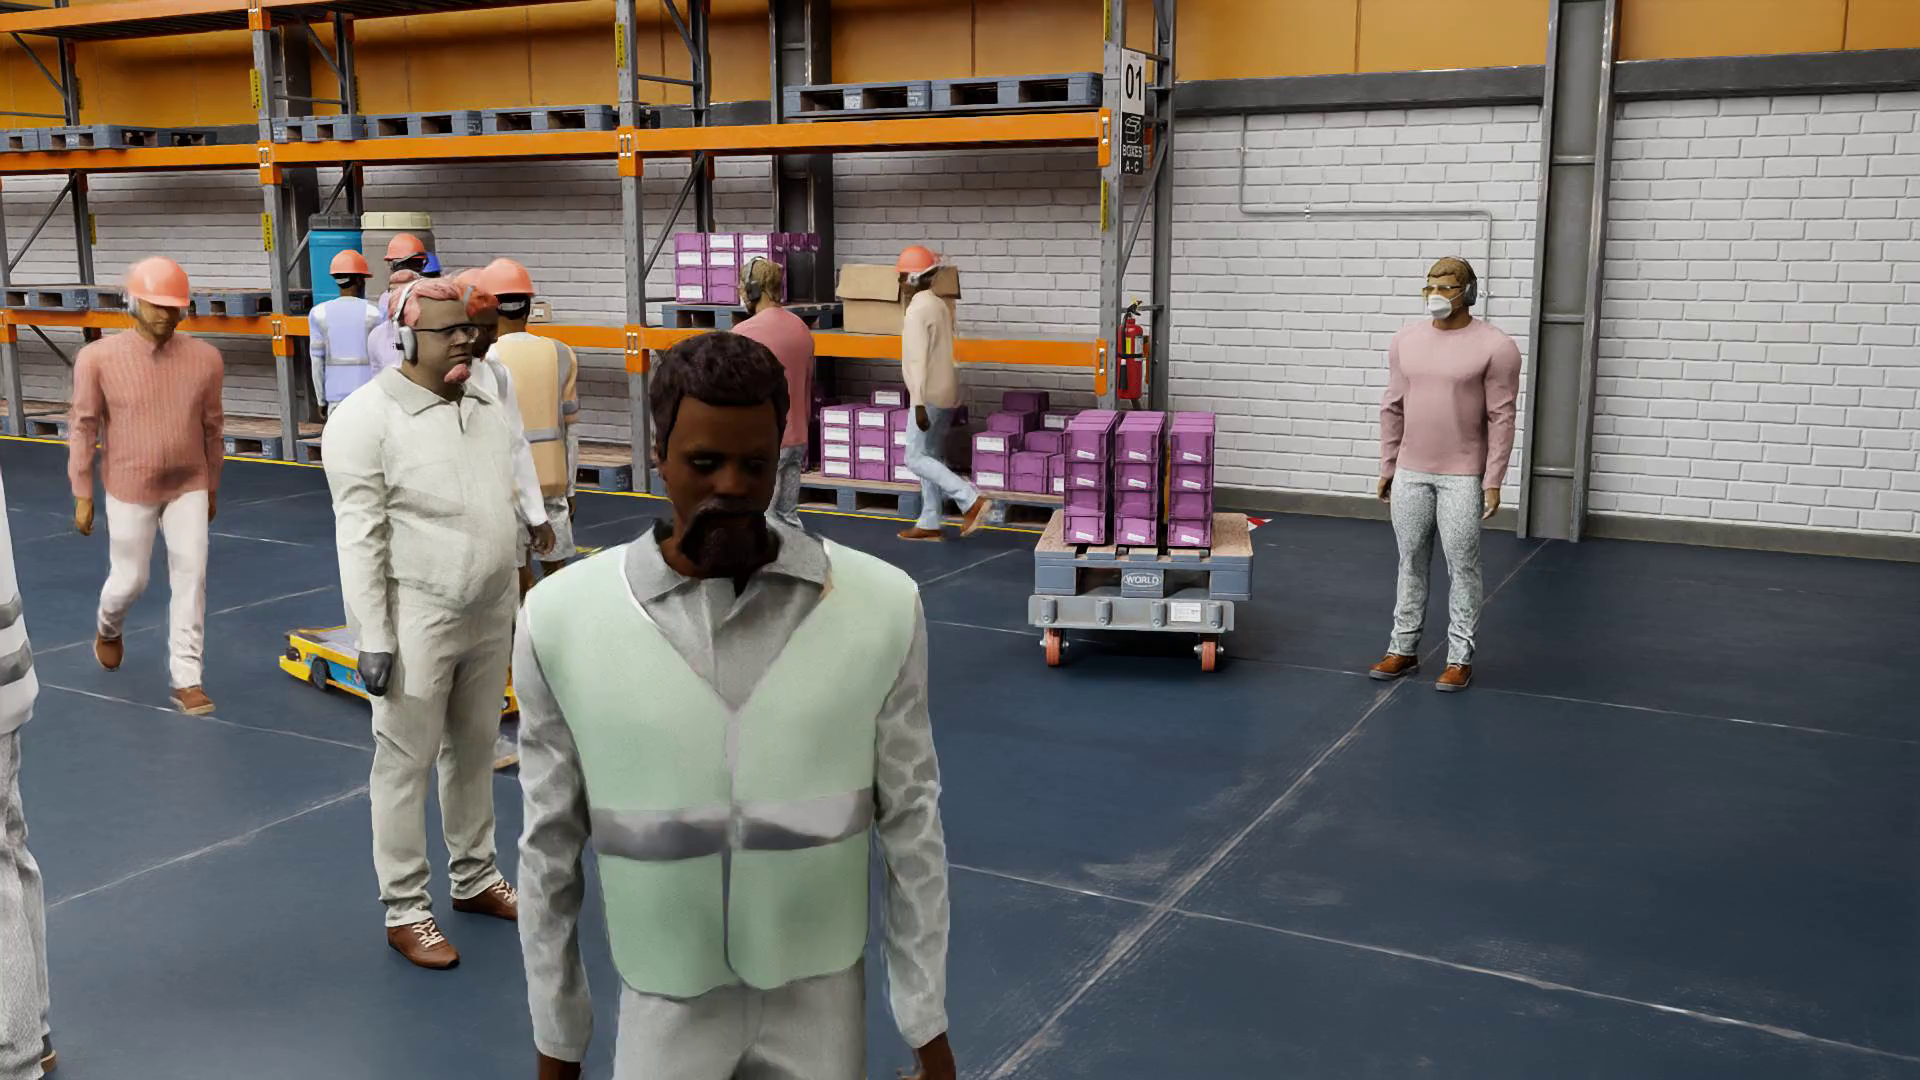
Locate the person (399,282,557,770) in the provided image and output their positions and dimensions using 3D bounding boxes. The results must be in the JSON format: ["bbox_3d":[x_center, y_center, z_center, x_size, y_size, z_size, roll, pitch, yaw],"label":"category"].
[{"bbox_3d":[-1.890,-0.063,6.458,0.872,1.839,0.591,6,12,29],"label":"person"}]

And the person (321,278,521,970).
[{"bbox_3d":[-1.450,0.223,4.715,0.406,1.911,0.638,5,12,26],"label":"person"}]

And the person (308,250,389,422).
[{"bbox_3d":[-4.104,-0.992,11.302,0.547,1.934,0.376,-1,10,-7],"label":"person"}]

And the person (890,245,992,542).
[{"bbox_3d":[-0.138,-0.933,10.882,0.658,1.976,0.628,4,11,19],"label":"person"}]

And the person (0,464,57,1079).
[{"bbox_3d":[-2.280,0.411,3.747,0.354,1.886,0.572,-4,11,-21],"label":"person"}]

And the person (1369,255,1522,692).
[{"bbox_3d":[2.161,-0.293,7.459,0.627,1.941,0.370,9,14,41],"label":"person"}]

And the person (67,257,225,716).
[{"bbox_3d":[-3.515,-0.245,7.186,0.634,1.953,0.818,-9,14,-42],"label":"person"}]

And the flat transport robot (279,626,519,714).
[{"bbox_3d":[-2.407,0.551,7.403,1.431,0.197,0.652,10,14,43],"label":"flat transport robot"}]

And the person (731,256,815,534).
[{"bbox_3d":[-0.962,-0.451,8.378,0.391,1.929,0.630,5,11,25],"label":"person"}]

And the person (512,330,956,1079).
[{"bbox_3d":[-0.328,0.642,2.443,0.611,1.900,0.584,-2,11,-13],"label":"person"}]

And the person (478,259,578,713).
[{"bbox_3d":[-1.887,-0.224,7.109,0.385,1.929,0.547,10,14,44],"label":"person"}]

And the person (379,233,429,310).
[{"bbox_3d":[-3.838,-1.115,11.680,0.379,2.043,0.609,4,11,23],"label":"person"}]
